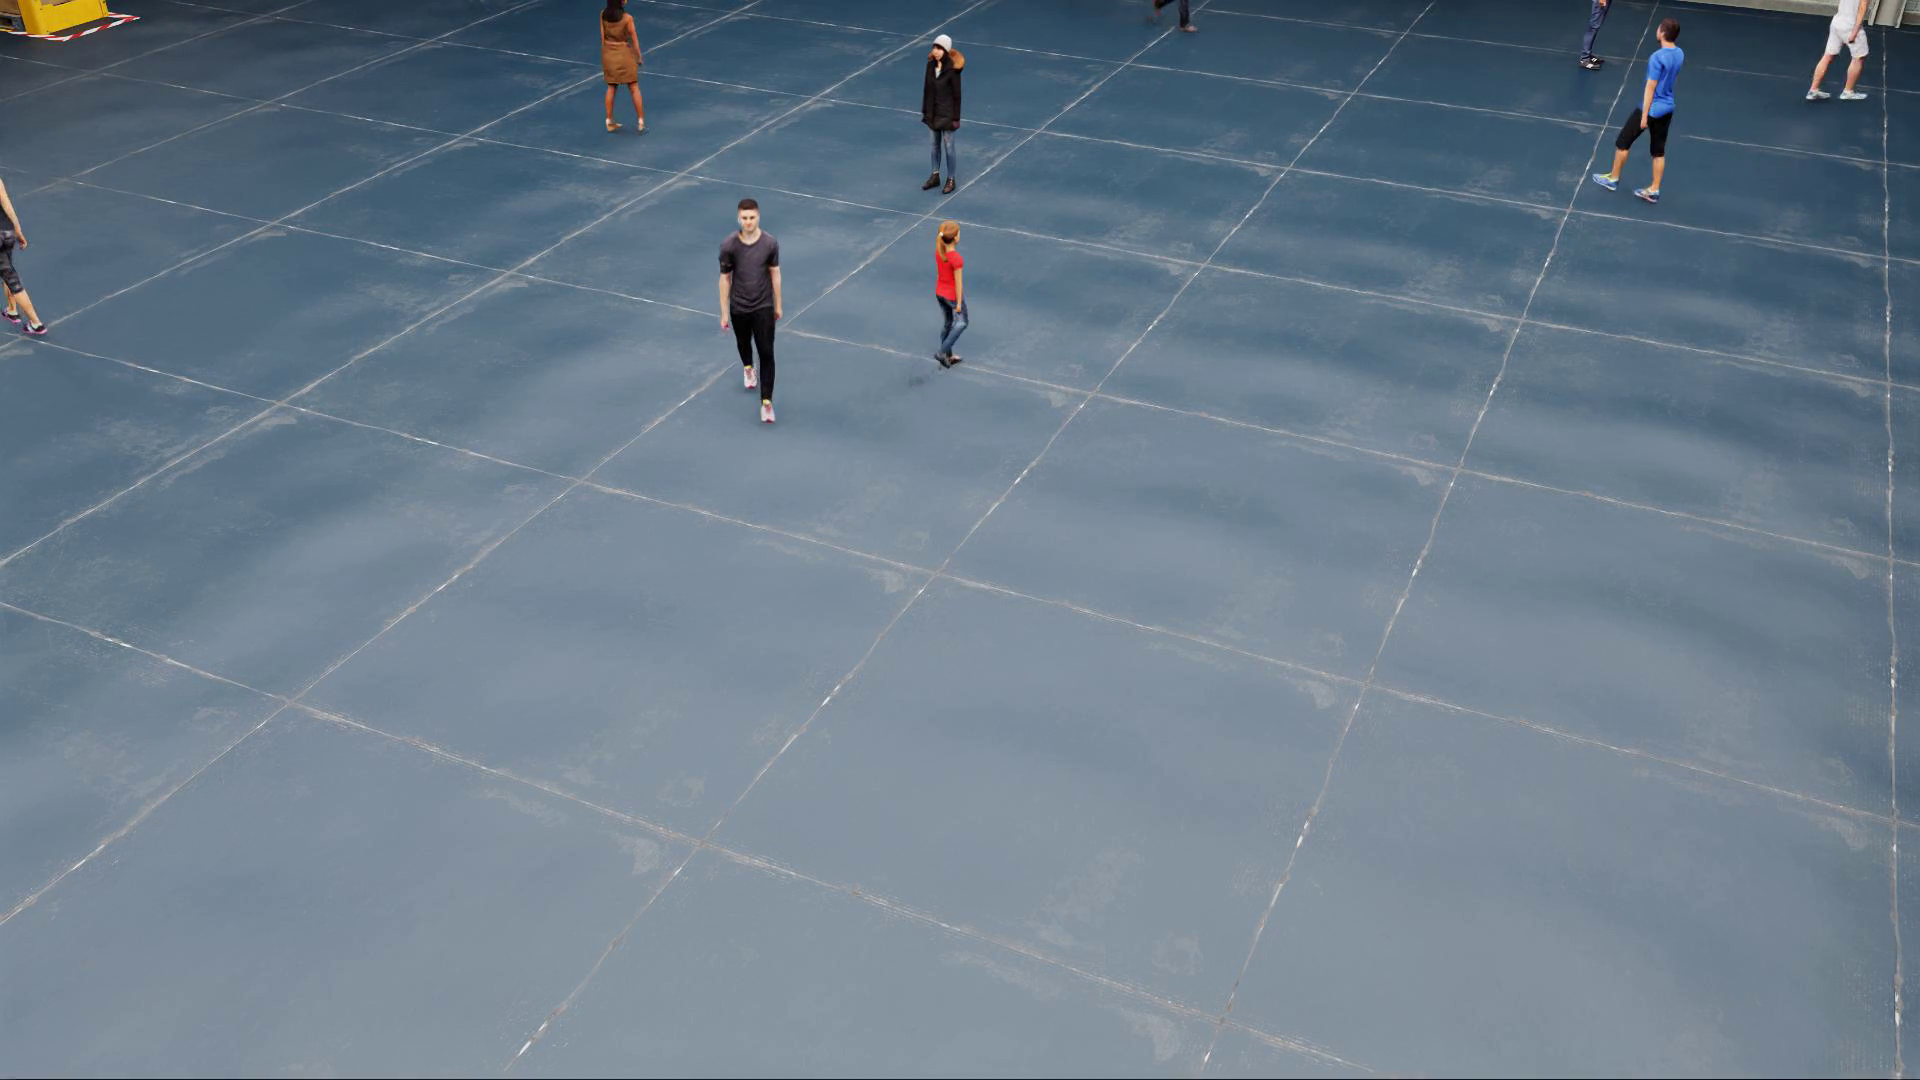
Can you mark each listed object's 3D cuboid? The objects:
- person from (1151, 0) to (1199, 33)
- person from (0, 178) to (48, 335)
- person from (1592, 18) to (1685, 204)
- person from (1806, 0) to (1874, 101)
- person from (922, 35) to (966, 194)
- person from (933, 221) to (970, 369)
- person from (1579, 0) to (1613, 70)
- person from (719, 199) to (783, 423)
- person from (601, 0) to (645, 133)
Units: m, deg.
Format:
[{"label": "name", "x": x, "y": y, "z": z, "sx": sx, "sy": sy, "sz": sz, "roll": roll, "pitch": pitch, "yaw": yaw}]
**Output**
[{"label": "person", "x": 2.992, "y": -7.900, "z": 22.728, "sx": 1.130, "sy": 1.798, "sz": 0.834, "roll": 25, "pitch": 40, "yaw": 34}, {"label": "person", "x": -8.245, "y": -2.560, "z": 14.341, "sx": 0.844, "sy": 1.713, "sz": 0.611, "roll": 16, "pitch": 36, "yaw": 23}, {"label": "person", "x": 7.220, "y": -4.372, "z": 17.094, "sx": 0.945, "sy": 1.841, "sz": 1.080, "roll": -17, "pitch": 36, "yaw": -25}, {"label": "person", "x": 10.569, "y": -6.168, "z": 19.952, "sx": 1.066, "sy": 1.829, "sz": 0.970, "roll": -6, "pitch": 33, "yaw": -9}, {"label": "person", "x": -0.187, "y": -4.480, "z": 17.461, "sx": 0.586, "sy": 1.633, "sz": 0.722, "roll": 19, "pitch": 37, "yaw": 28}, {"label": "person", "x": -0.127, "y": -2.022, "z": 13.874, "sx": 0.646, "sy": 1.302, "sz": 0.622, "roll": -27, "pitch": 41, "yaw": -36}, {"label": "person", "x": 8.220, "y": -7.010, "z": 21.254, "sx": 0.534, "sy": 1.865, "sz": 0.634, "roll": 15, "pitch": 35, "yaw": 22}, {"label": "person", "x": -1.669, "y": -1.886, "z": 13.262, "sx": 1.198, "sy": 1.725, "sz": 1.139, "roll": -5, "pitch": 33, "yaw": -8}, {"label": "person", "x": -3.851, "y": -5.460, "z": 18.986, "sx": 0.582, "sy": 1.662, "sz": 0.693, "roll": 4, "pitch": 33, "yaw": 7}]
